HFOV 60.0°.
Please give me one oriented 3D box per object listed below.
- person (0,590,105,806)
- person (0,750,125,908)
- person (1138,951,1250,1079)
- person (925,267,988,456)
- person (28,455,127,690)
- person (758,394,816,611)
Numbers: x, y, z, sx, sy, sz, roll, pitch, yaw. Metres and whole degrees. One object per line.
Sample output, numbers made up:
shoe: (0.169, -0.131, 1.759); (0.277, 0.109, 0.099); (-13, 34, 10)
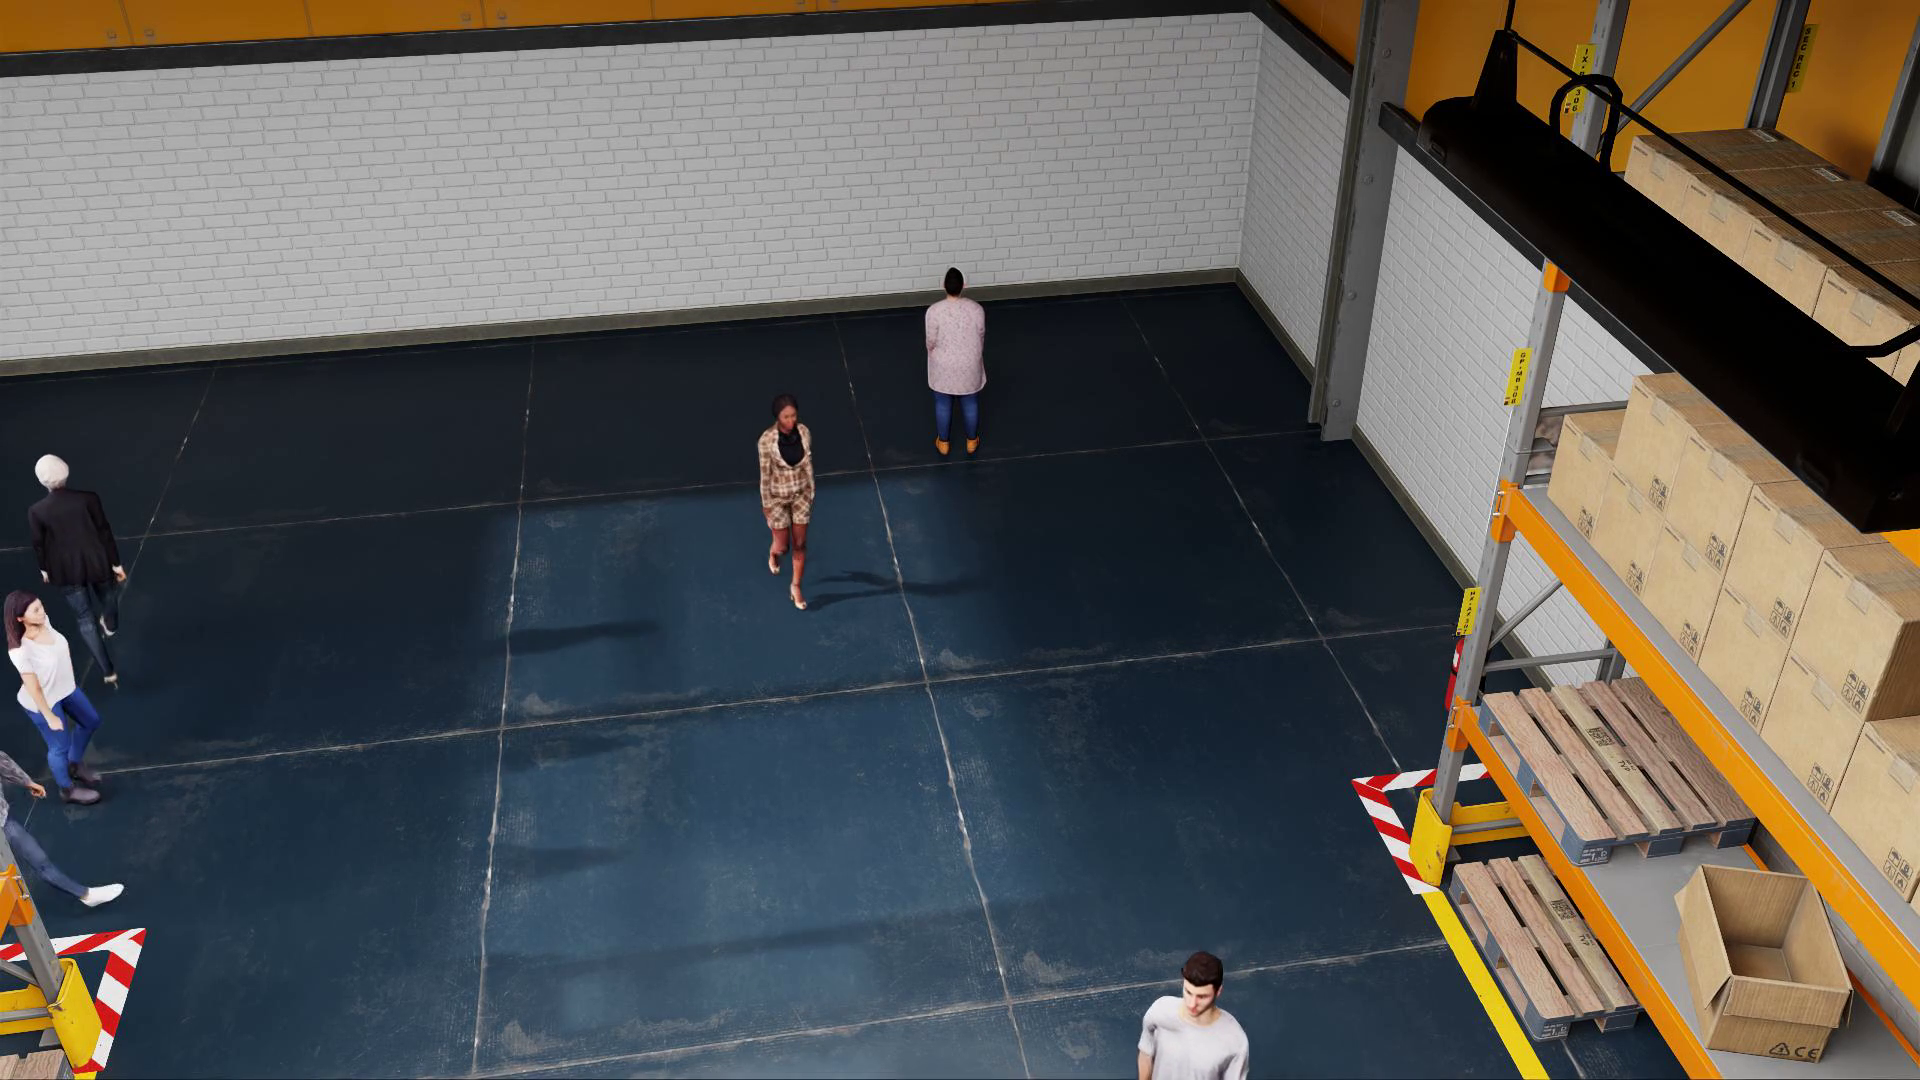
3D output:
person: (-5.828, 1.019, 10.516); (0.724, 1.666, 0.551); (-1, 34, -2)
person: (-5.727, 1.621, 9.596); (0.817, 1.682, 1.119); (-11, 35, -17)
person: (1.101, 2.629, 7.908); (0.988, 1.873, 1.113); (14, 36, 20)
person: (-0.042, -1.540, 14.298); (0.717, 1.742, 0.653); (-2, 34, -3)
person: (-6.033, 0.260, 11.384); (1.011, 1.749, 1.167); (-18, 38, -25)
person: (-1.318, -0.319, 12.425); (0.721, 1.782, 0.850); (-16, 37, -23)
